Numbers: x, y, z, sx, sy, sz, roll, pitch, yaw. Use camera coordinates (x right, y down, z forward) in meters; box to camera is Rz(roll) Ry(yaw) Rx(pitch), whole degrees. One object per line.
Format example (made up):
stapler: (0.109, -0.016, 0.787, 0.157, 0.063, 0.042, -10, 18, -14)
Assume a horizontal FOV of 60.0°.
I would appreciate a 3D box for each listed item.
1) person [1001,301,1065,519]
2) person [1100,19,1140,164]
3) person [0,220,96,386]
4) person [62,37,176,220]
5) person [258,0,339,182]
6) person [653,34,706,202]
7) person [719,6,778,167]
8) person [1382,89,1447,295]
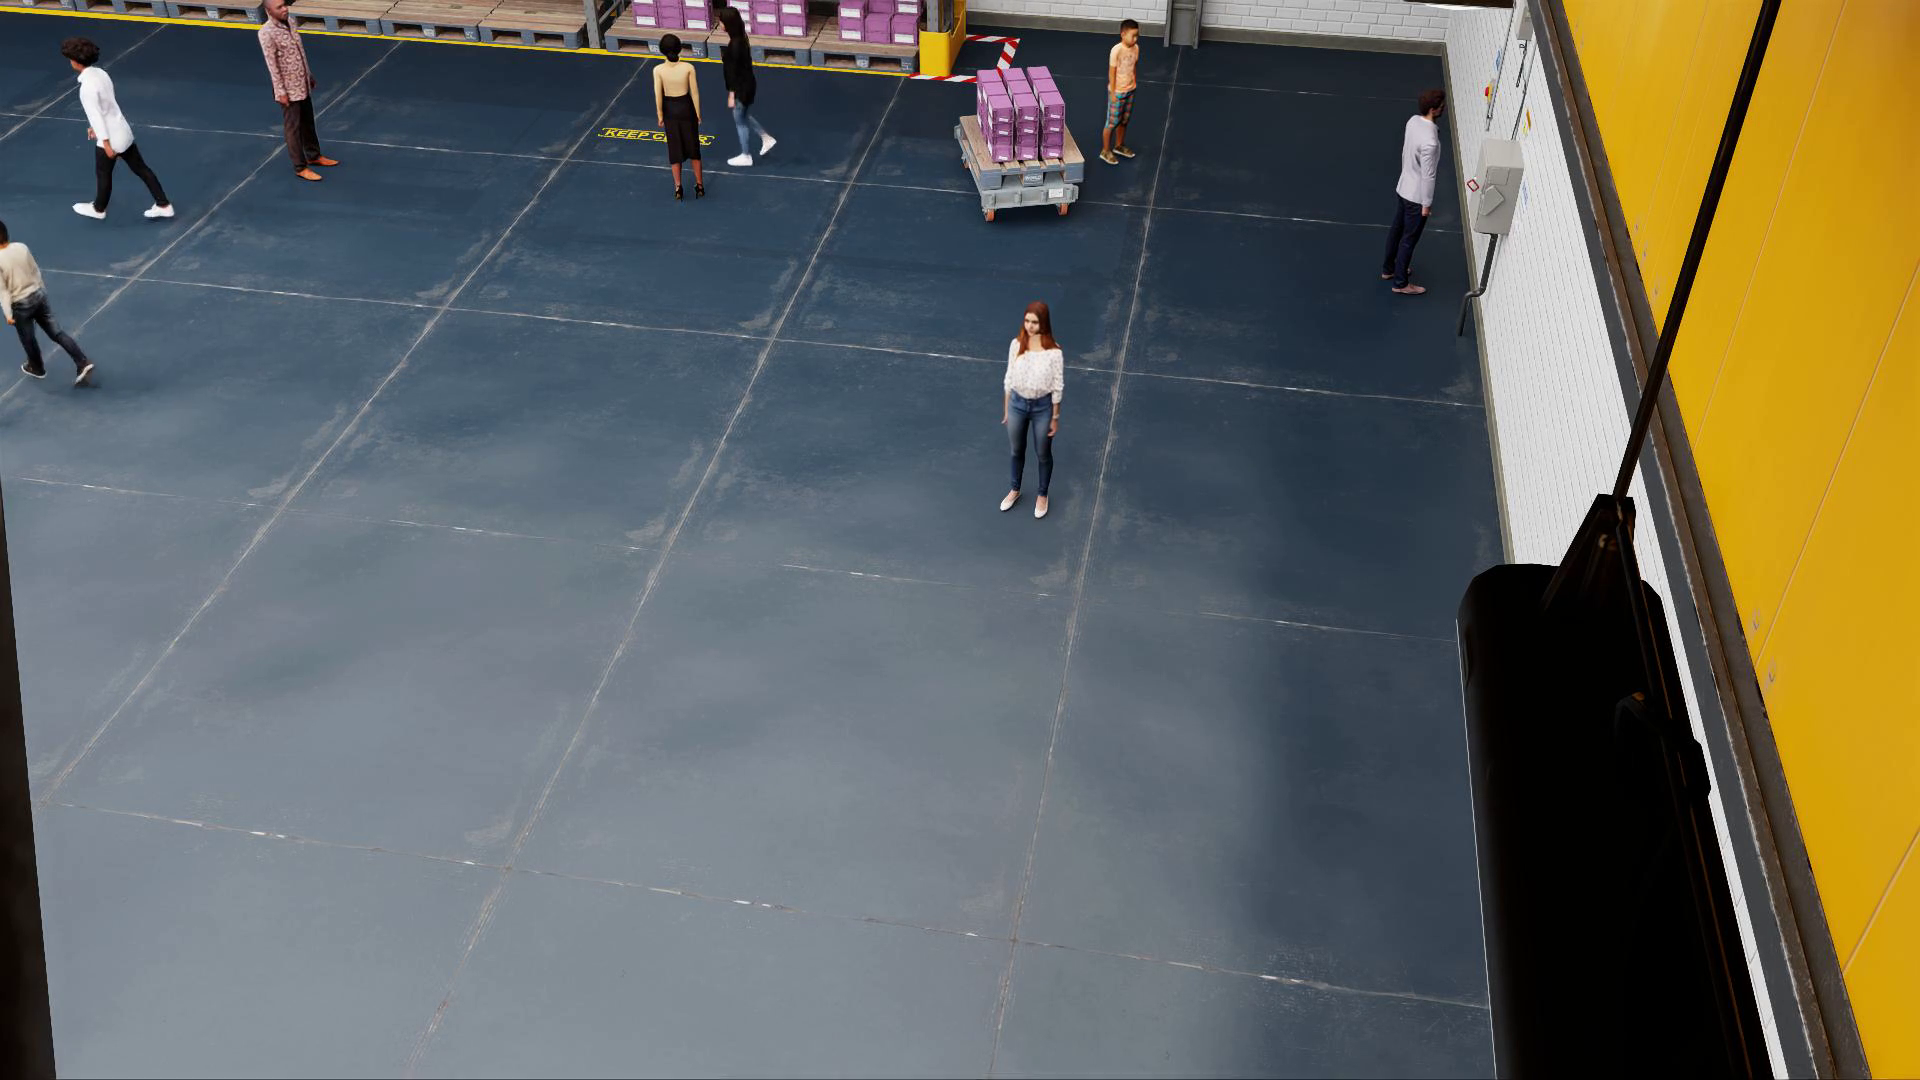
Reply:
person: (0.520, -0.950, 11.966, 0.502, 1.728, 0.672, 13, 40, 16)
person: (1.609, -4.501, 16.631, 0.592, 1.454, 0.643, -27, 46, -30)
person: (-7.432, -1.888, 13.368, 1.040, 1.443, 0.767, 16, 41, 19)
person: (-7.798, -3.781, 15.488, 1.177, 1.757, 0.817, -2, 39, -3)
person: (-6.554, -4.464, 16.302, 0.587, 1.808, 0.685, 8, 39, 10)
person: (-2.680, -4.032, 15.884, 0.581, 1.653, 0.698, -6, 39, -8)
person: (-2.092, -4.483, 16.466, 0.749, 1.632, 0.624, 2, 39, 2)
person: (3.965, -3.054, 14.501, 0.692, 1.852, 0.742, -5, 39, -6)
